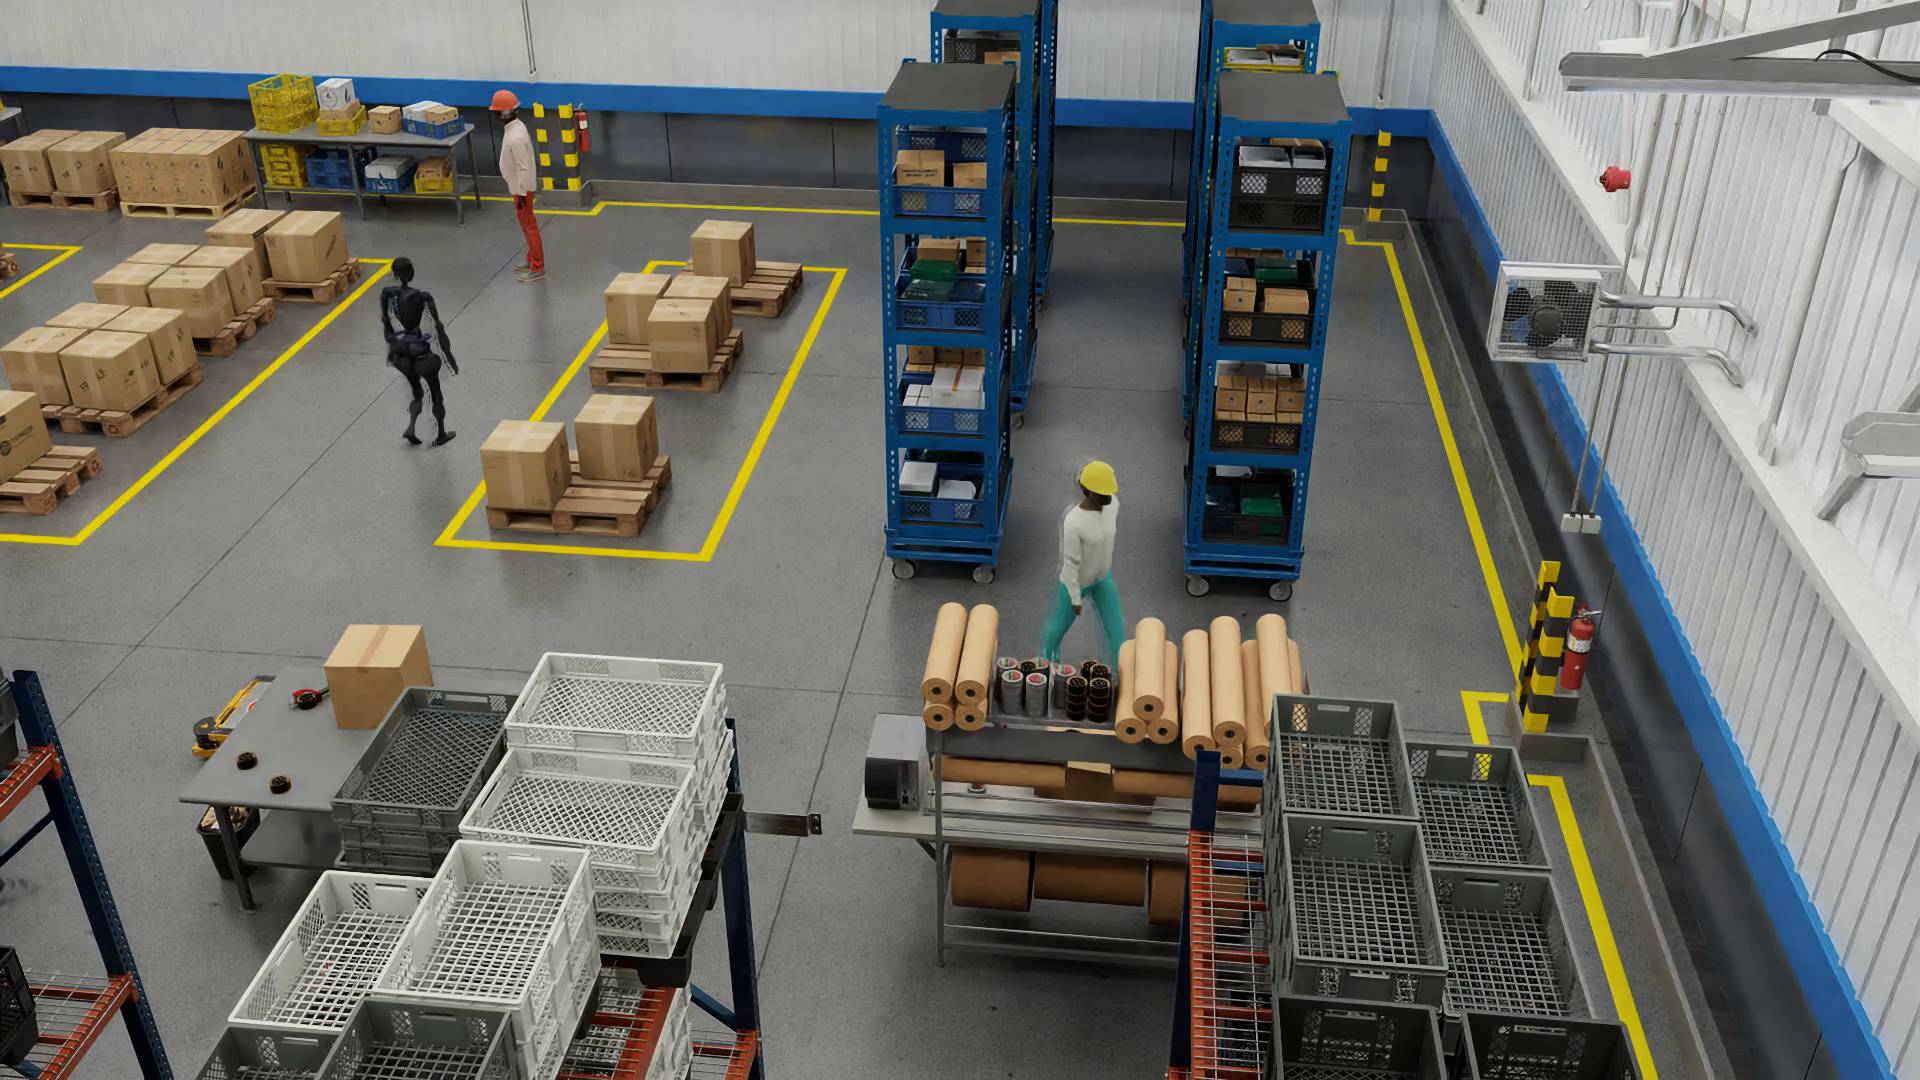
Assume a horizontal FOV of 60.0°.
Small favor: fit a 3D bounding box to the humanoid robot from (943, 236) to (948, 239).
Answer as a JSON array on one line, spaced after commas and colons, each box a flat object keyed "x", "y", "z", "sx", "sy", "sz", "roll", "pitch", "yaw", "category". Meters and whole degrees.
[{"x": -0.013, "y": -4.084, "z": 18.307, "sx": 0.390, "sy": 1.654, "sz": 0.587, "roll": 21, "pitch": 36, "yaw": 31, "category": "humanoid robot"}]

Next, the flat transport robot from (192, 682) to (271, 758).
[{"x": -4.089, "y": 1.163, "z": 10.648, "sx": 1.431, "sy": 0.197, "sz": 0.652, "roll": 3, "pitch": 30, "yaw": 6, "category": "flat transport robot"}]

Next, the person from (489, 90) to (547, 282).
[{"x": -4.583, "y": -3.680, "z": 17.281, "sx": 0.385, "sy": 1.990, "sz": 0.622, "roll": -8, "pitch": 31, "yaw": -14, "category": "person"}]

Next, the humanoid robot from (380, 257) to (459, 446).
[{"x": -4.578, "y": -1.564, "z": 13.962, "sx": 0.672, "sy": 1.633, "sz": 0.478, "roll": 11, "pitch": 32, "yaw": 18, "category": "humanoid robot"}]

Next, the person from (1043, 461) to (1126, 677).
[{"x": 0.893, "y": 0.277, "z": 10.761, "sx": 0.531, "sy": 1.711, "sz": 0.929, "roll": -23, "pitch": 37, "yaw": -34, "category": "person"}]
